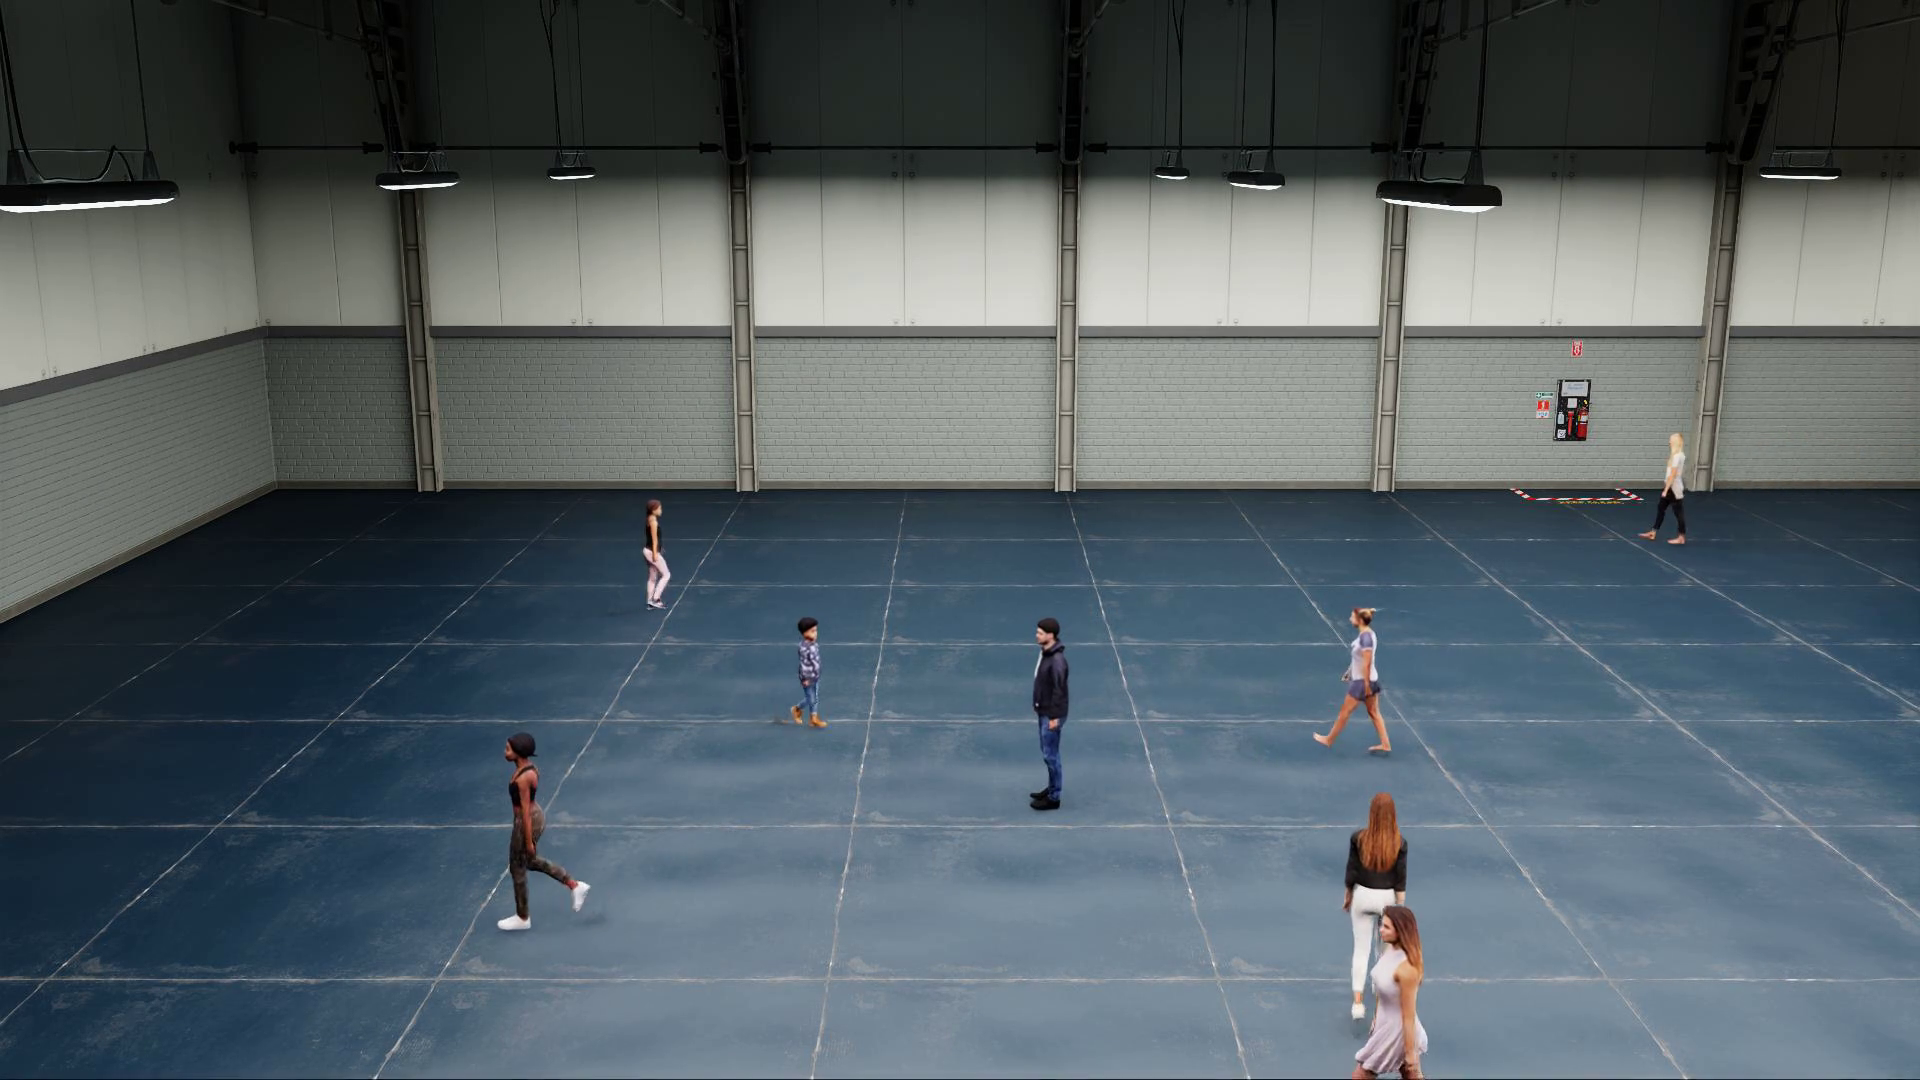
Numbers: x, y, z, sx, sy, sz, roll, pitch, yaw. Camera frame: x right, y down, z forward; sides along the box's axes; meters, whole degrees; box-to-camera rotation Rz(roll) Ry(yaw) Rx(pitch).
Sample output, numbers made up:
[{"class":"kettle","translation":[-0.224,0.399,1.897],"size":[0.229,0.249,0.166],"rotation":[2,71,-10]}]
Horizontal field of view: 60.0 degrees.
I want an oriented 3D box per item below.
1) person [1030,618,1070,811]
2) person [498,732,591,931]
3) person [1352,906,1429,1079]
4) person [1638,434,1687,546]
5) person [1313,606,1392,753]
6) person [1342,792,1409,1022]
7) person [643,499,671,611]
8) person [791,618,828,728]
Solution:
[{"class":"person","translation":[0.905,1.648,16.053],"size":[0.636,1.888,0.709],"rotation":[-1,13,-6]},{"class":"person","translation":[-3.410,2.355,13.466],"size":[0.986,1.677,0.636],"rotation":[-2,13,-7]},{"class":"person","translation":[2.763,3.088,10.217],"size":[1.155,1.715,0.578],"rotation":[0,13,2]},{"class":"person","translation":[11.616,-0.795,26.793],"size":[1.040,1.802,0.853],"rotation":[5,14,21]},{"class":"person","translation":[4.304,1.506,17.381],"size":[1.103,1.565,0.852],"rotation":[6,14,24]},{"class":"person","translation":[2.997,2.679,12.072],"size":[1.111,1.674,0.903],"rotation":[4,14,18]},{"class":"person","translation":[-4.304,0.212,22.997],"size":[0.683,1.552,0.623],"rotation":[-7,15,-28]},{"class":"person","translation":[-1.689,1.460,18.290],"size":[0.737,1.245,0.644],"rotation":[7,15,27]}]
